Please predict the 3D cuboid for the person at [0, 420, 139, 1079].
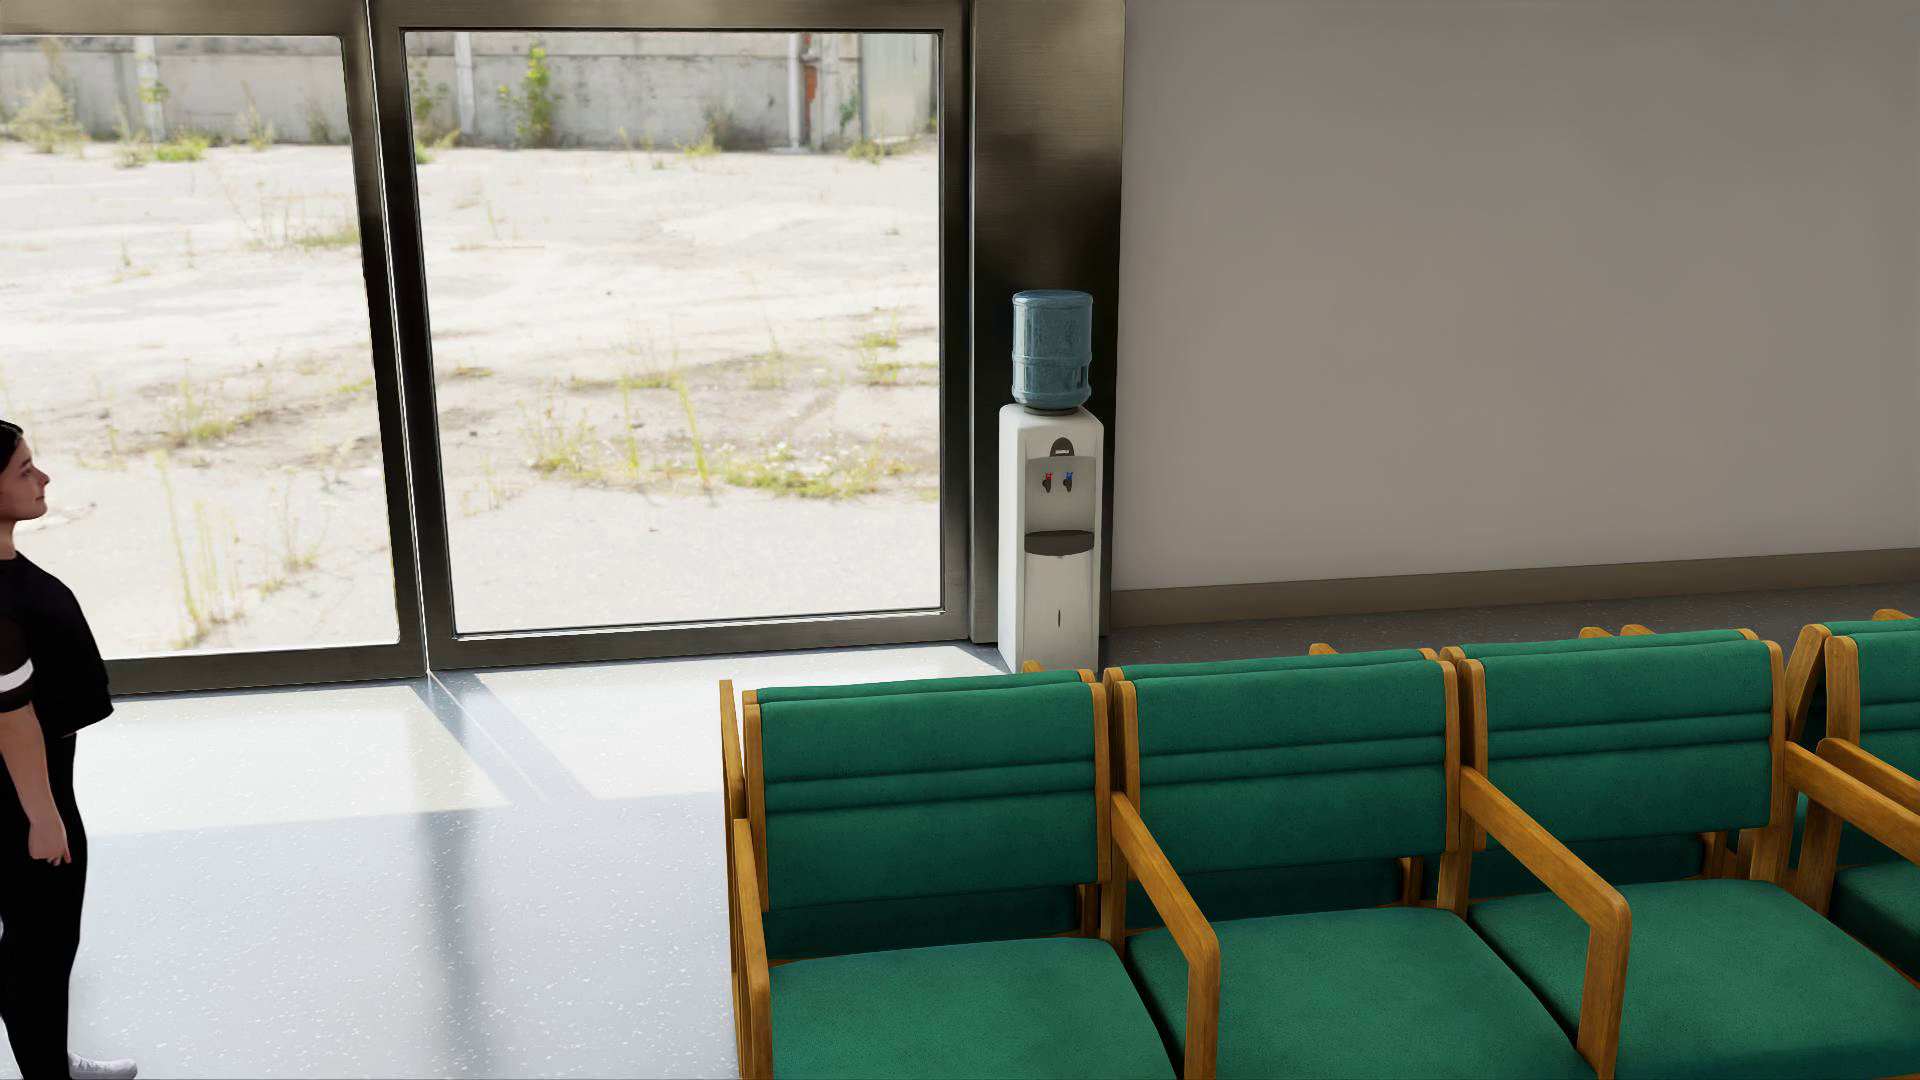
[{"bbox_3d":[-2.025,0.535,3.587,0.756,1.639,0.648,-10,19,-32],"label":"person"}]
